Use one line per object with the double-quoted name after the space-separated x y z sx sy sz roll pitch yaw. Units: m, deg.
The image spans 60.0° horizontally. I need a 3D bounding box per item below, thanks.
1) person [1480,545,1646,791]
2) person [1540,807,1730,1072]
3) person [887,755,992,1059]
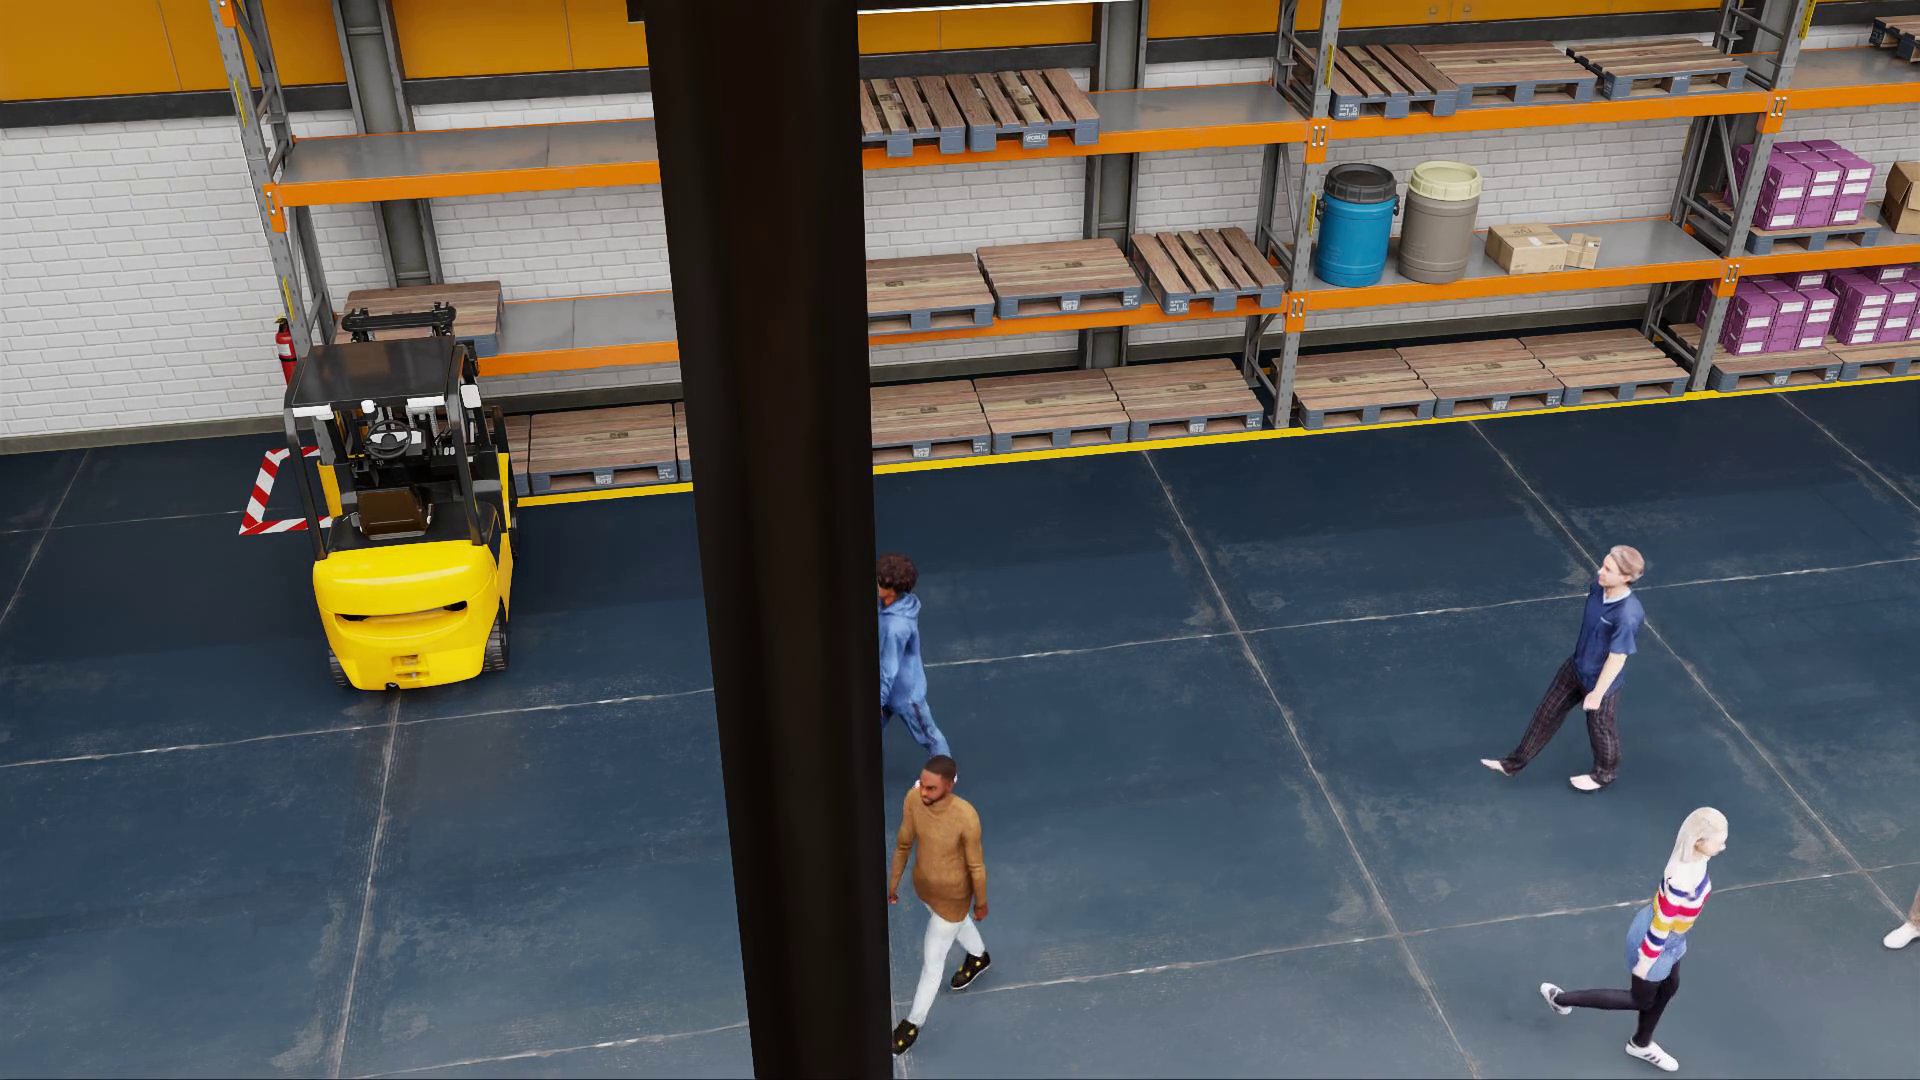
4.022 0.835 10.303 1.072 1.837 0.685 -5 34 -7 "person"
3.511 2.012 8.578 1.101 1.788 1.042 19 38 26 "person"
-0.036 1.821 8.885 1.156 1.765 1.250 23 40 31 "person"
